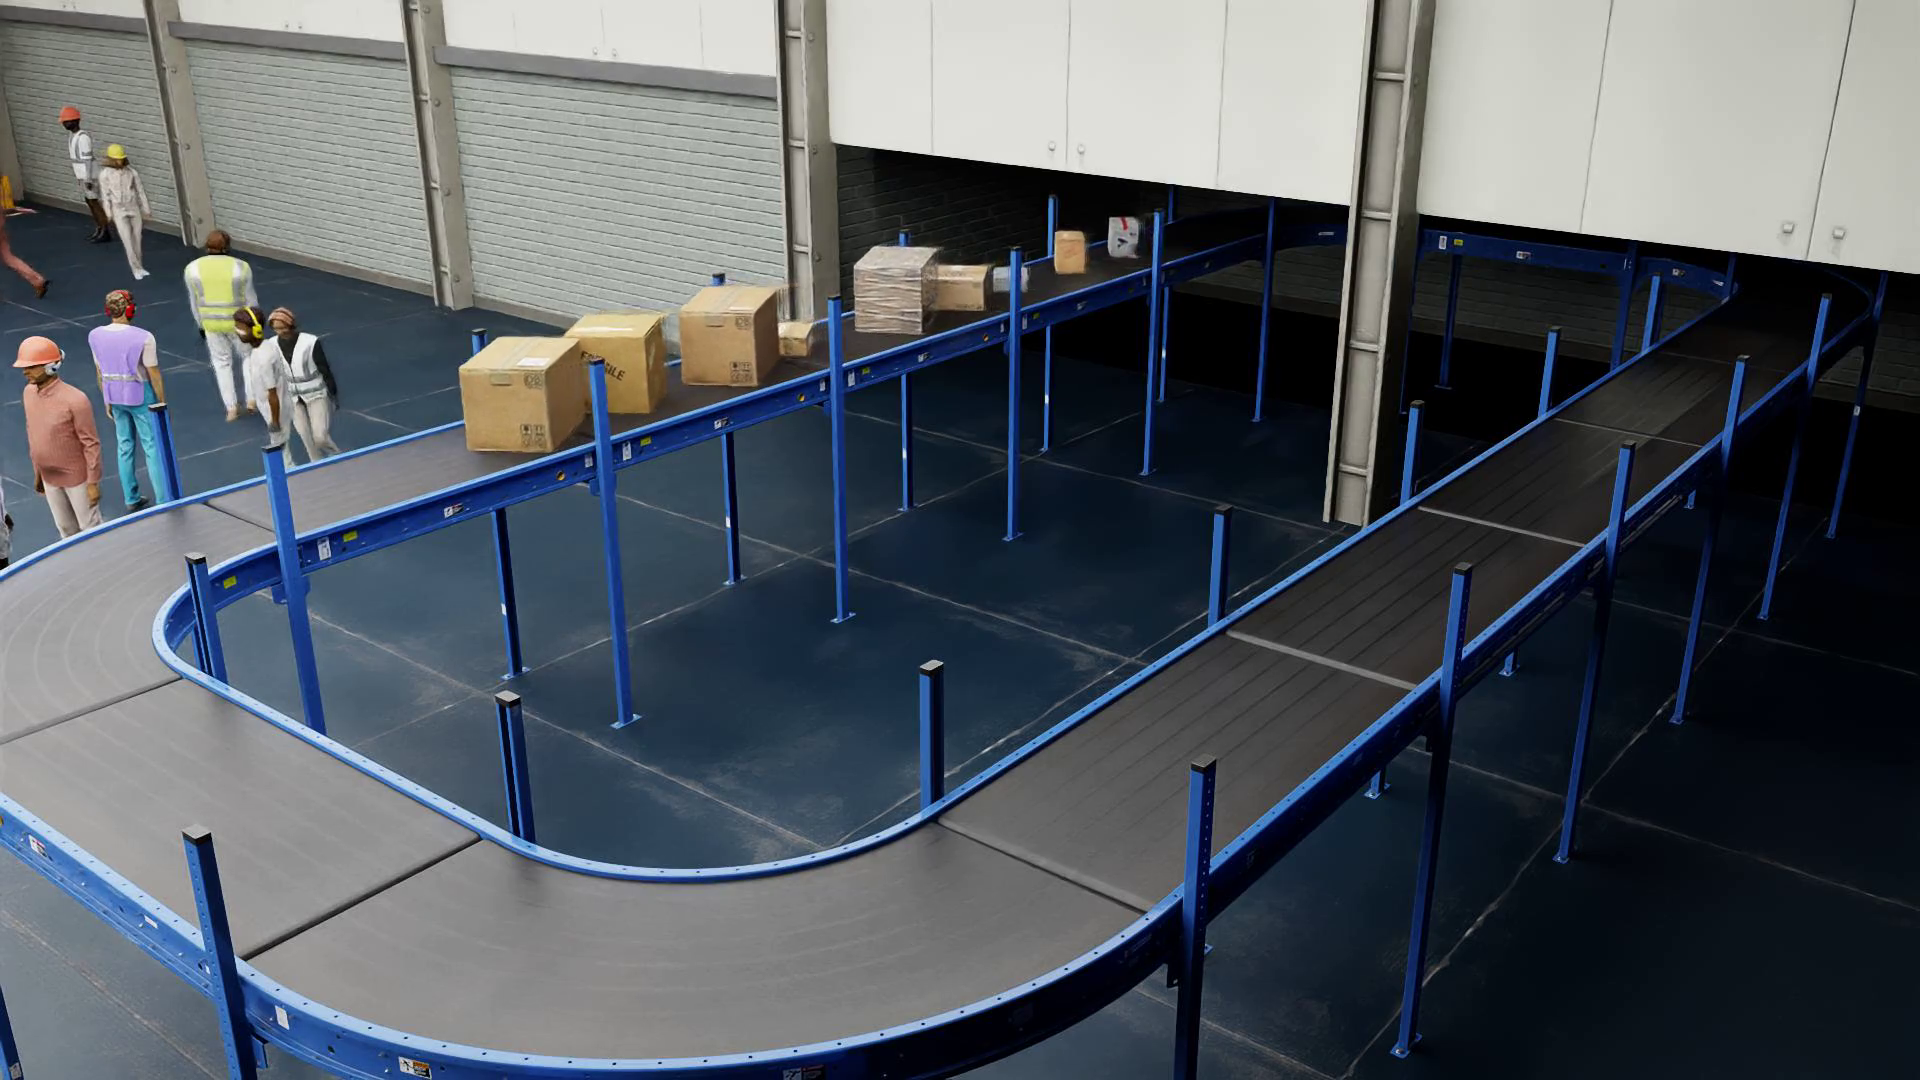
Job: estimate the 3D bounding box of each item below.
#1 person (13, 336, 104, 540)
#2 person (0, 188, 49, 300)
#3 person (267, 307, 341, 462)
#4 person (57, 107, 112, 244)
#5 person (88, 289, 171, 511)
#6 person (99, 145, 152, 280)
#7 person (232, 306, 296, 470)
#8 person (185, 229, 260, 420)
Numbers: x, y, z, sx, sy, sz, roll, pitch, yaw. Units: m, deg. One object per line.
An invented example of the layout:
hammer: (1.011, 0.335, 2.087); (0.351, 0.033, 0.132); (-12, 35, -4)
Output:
person: (-6.252, -0.453, 11.620); (0.608, 1.996, 0.381); (9, 23, 22)
person: (-11.761, -3.792, 20.268); (0.845, 1.876, 0.647); (-3, 22, -9)
person: (-5.500, -1.171, 13.943); (0.551, 1.615, 0.388); (3, 22, 7)
person: (-12.575, -5.232, 23.854); (0.403, 1.928, 0.554); (-18, 28, -38)
person: (-6.720, -1.110, 13.511); (0.561, 1.836, 0.394); (3, 22, 8)
person: (-10.843, -4.277, 21.698); (0.515, 1.730, 0.472); (-20, 29, -41)
person: (-5.377, -0.938, 13.056); (0.372, 1.857, 0.559); (-8, 23, -20)
person: (-7.004, -2.056, 15.924); (0.640, 1.825, 0.450); (-4, 22, -9)
